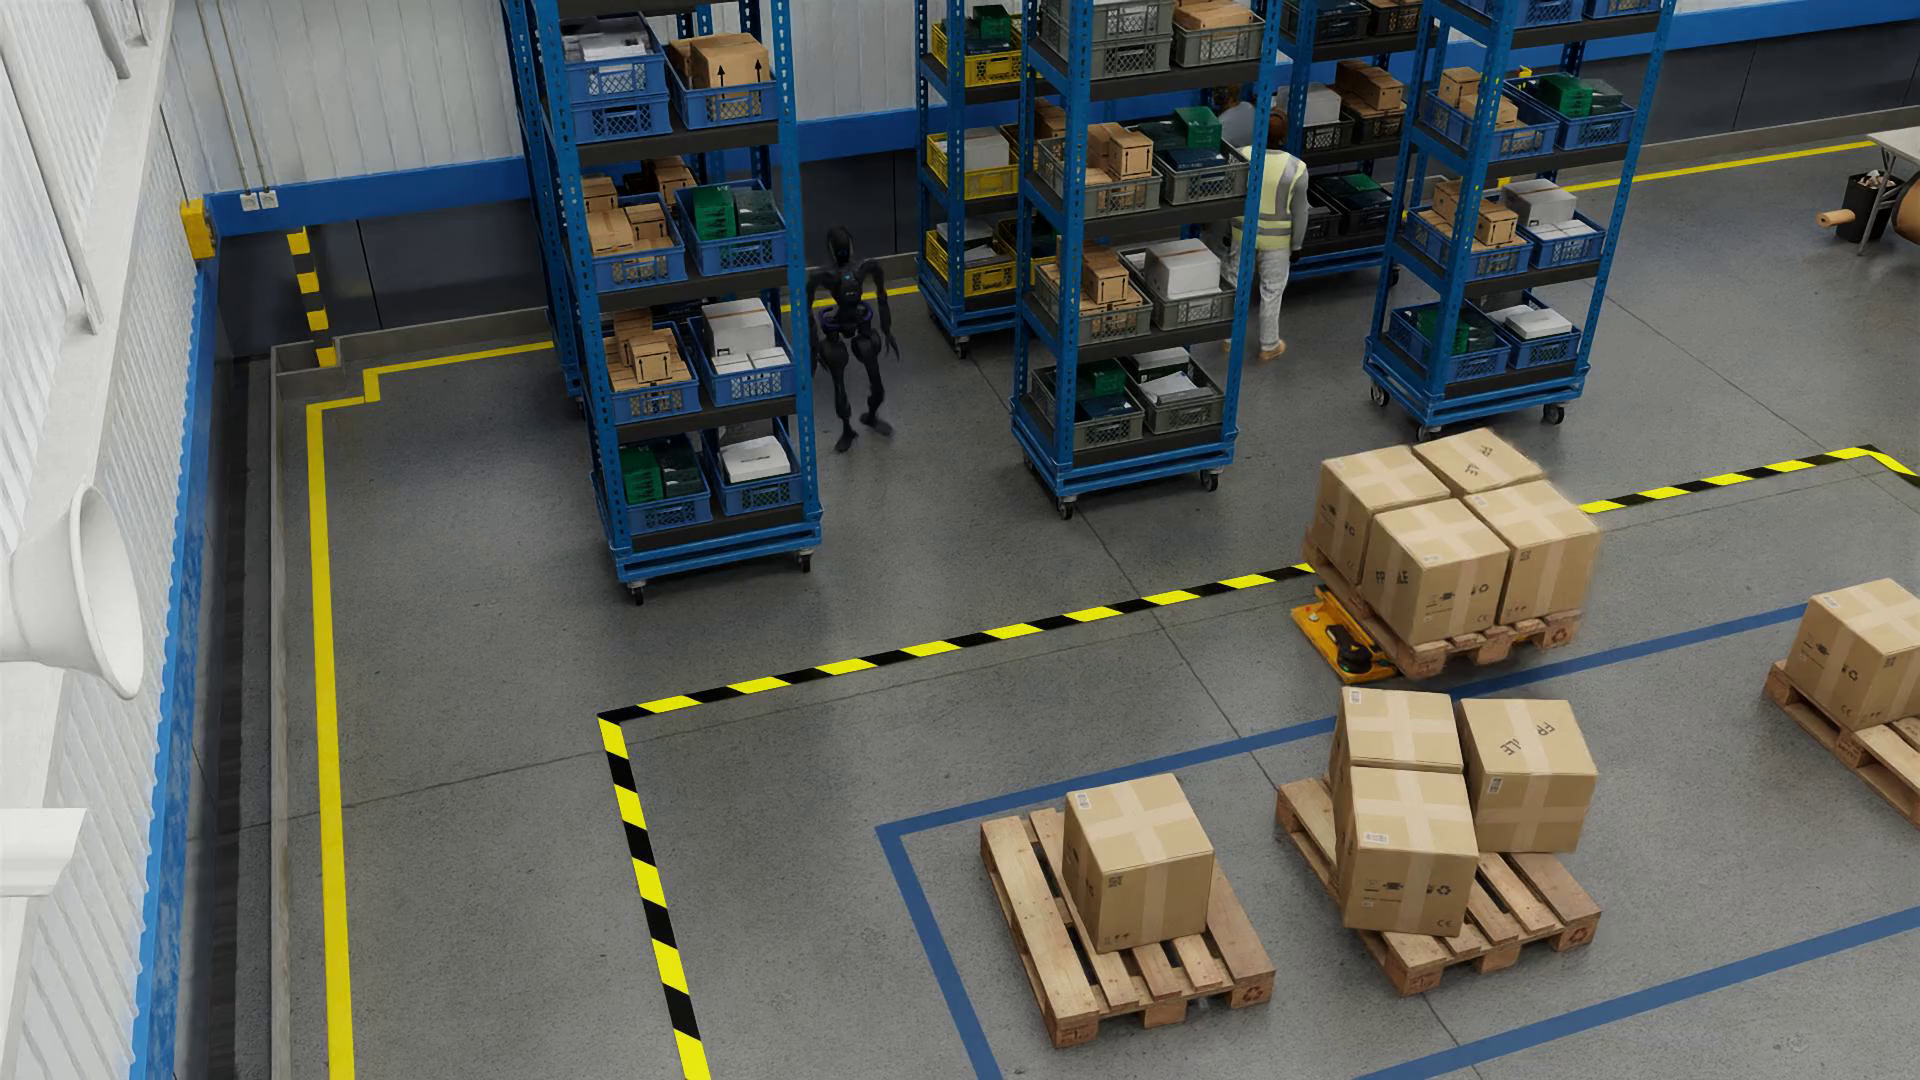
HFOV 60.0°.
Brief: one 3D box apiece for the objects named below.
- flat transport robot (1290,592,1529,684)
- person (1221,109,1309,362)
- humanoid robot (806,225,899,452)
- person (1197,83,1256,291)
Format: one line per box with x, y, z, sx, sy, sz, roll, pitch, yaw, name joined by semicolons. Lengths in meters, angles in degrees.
2.678;0.411;9.449;1.431;0.197;0.652;-11;37;-15;flat transport robot
2.135;-2.137;11.719;0.628;1.845;0.429;17;39;23;person
-0.706;-1.312;10.694;0.623;1.632;0.446;-13;37;-17;humanoid robot
1.919;-2.503;12.175;0.384;1.927;0.642;22;41;28;person
